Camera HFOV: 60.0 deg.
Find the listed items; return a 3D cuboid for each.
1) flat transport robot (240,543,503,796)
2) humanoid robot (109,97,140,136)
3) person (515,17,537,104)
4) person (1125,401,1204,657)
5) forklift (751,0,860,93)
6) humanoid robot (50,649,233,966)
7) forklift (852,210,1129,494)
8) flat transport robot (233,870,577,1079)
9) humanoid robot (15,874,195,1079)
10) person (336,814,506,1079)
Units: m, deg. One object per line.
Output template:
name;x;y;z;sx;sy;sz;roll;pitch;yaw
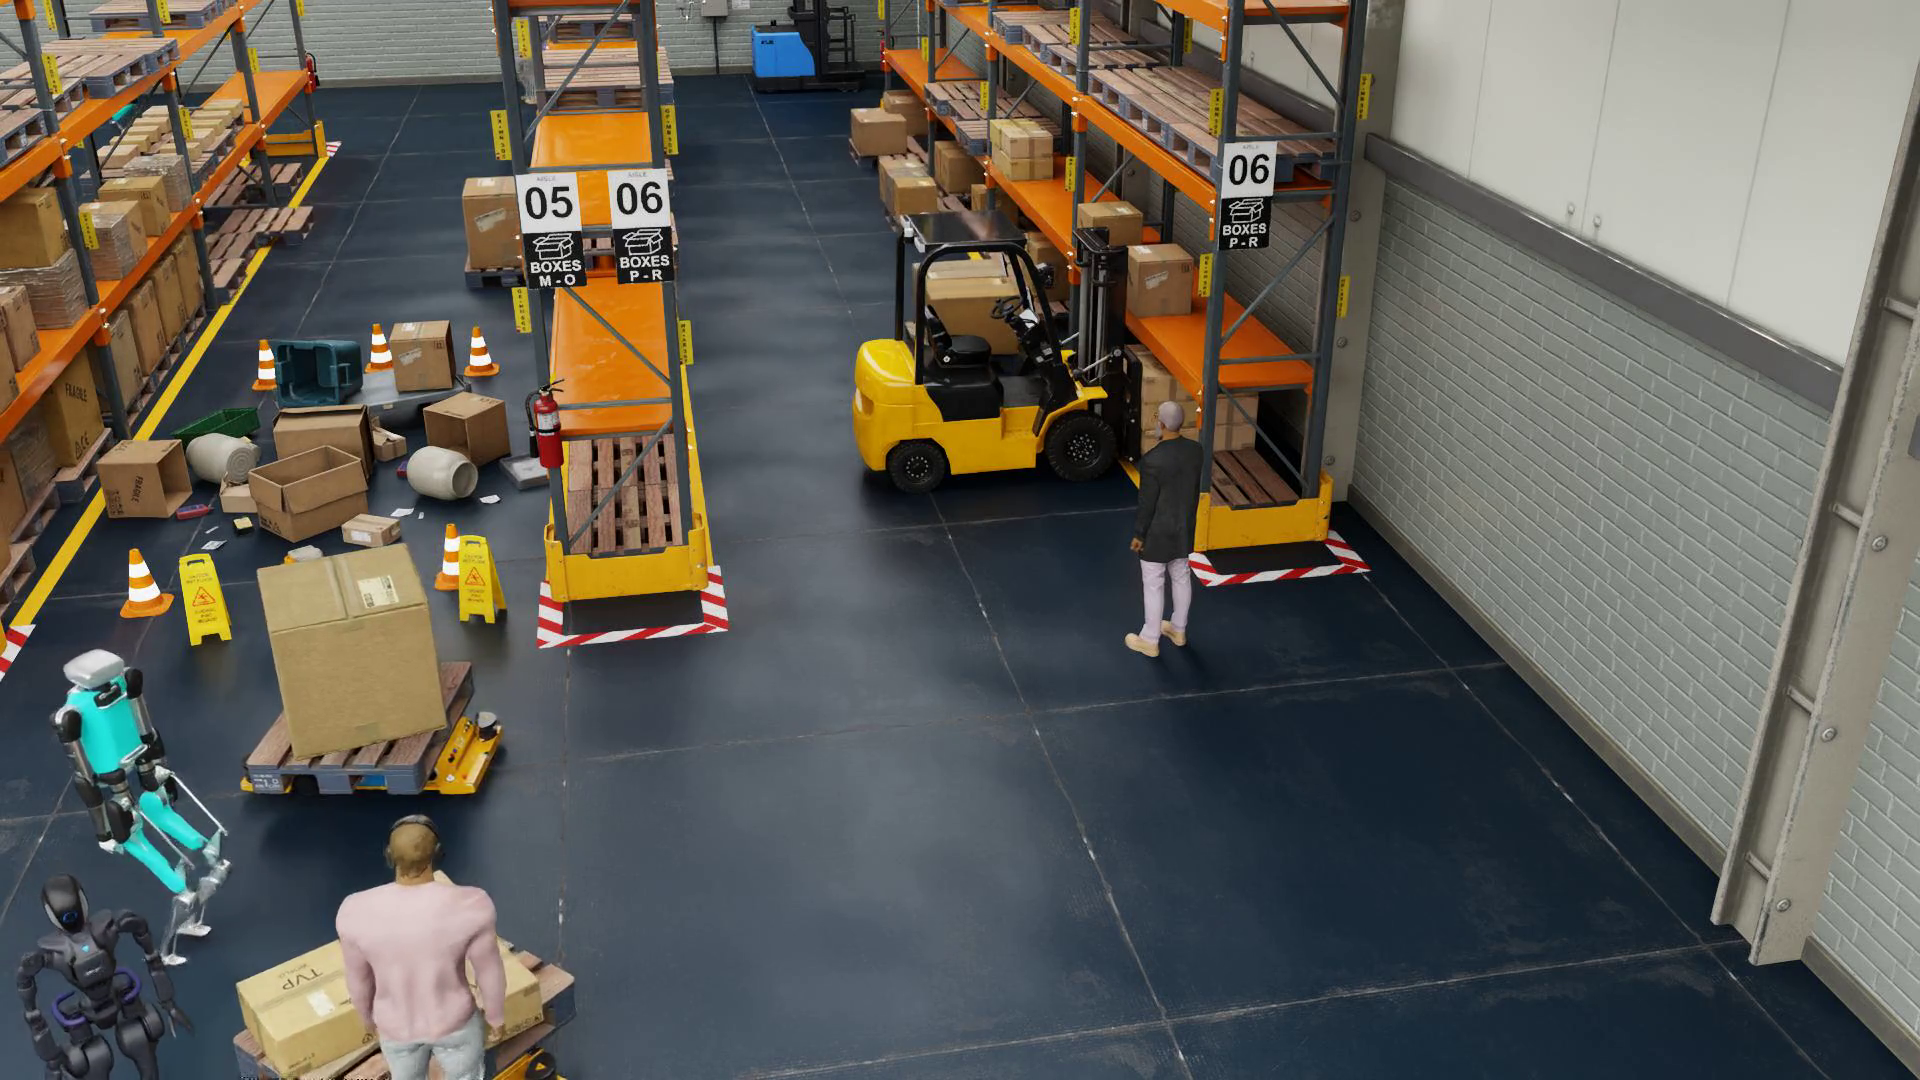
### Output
flat transport robot;-3.654;1.326;10.368;1.431;0.231;0.659;0;26;1
humanoid robot;-12.950;-6.823;25.647;0.812;1.790;0.602;-17;30;-31
person;-7.635;-8.539;29.162;0.503;1.778;0.613;-8;27;-17
person;1.423;-0.076;11.454;0.532;1.857;0.405;-17;30;-31
forklift;-2.872;-9.679;30.288;1.873;2.768;1.129;-5;26;-10
humanoid robot;-4.077;1.386;8.494;0.688;1.751;0.538;7;27;15
forklift;0.216;-1.659;14.366;2.313;2.155;1.214;-5;26;-10
flat transport robot;-2.629;2.480;7.964;1.431;0.231;0.659;17;30;31
humanoid robot;-3.640;2.100;7.141;0.609;1.652;0.312;-23;34;-39
person;-2.230;2.002;7.062;0.649;1.923;0.466;-4;26;-9
